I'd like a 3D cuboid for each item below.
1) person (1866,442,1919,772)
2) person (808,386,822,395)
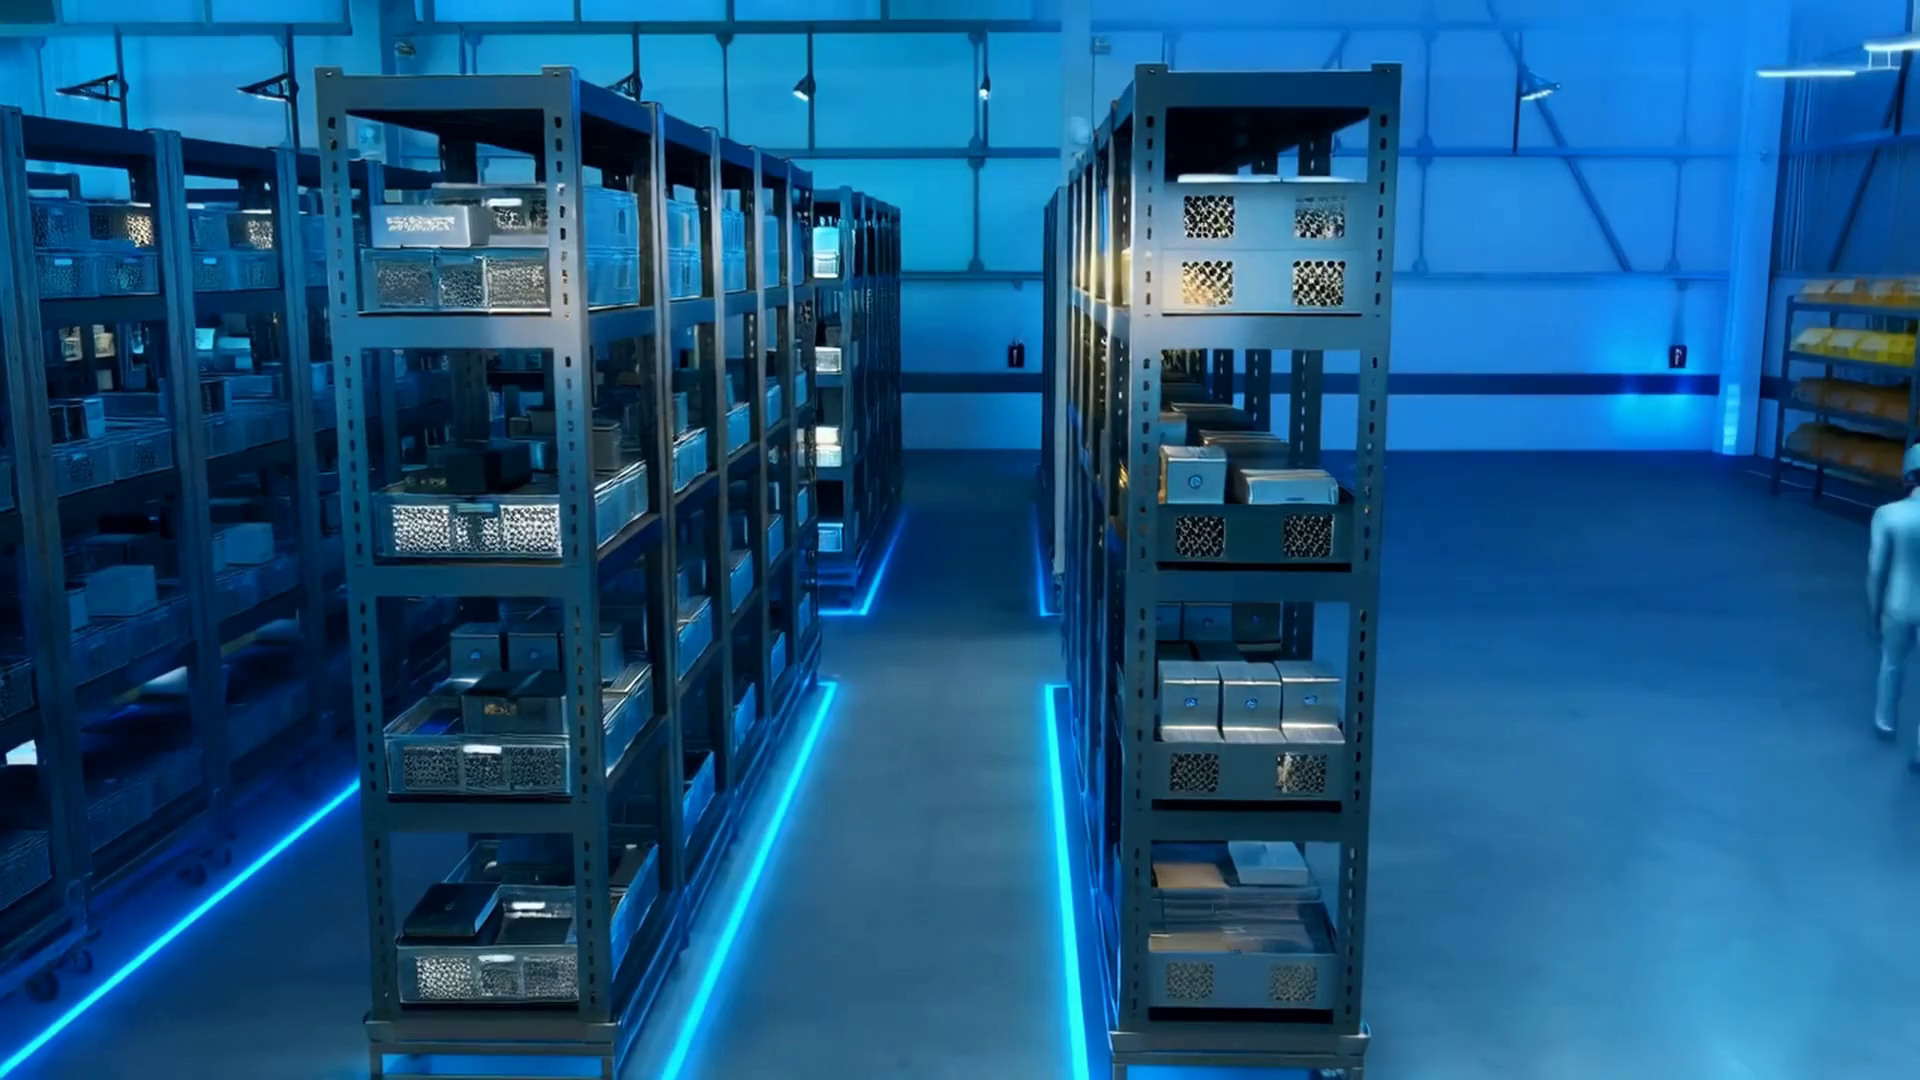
[{"bbox_3d":[5.739,0.386,9.943,0.595,1.940,1.052,4,11,24],"label":"person"},{"bbox_3d":[-2.148,-1.852,23.353,0.425,1.821,0.617,-2,10,-11],"label":"person"}]
